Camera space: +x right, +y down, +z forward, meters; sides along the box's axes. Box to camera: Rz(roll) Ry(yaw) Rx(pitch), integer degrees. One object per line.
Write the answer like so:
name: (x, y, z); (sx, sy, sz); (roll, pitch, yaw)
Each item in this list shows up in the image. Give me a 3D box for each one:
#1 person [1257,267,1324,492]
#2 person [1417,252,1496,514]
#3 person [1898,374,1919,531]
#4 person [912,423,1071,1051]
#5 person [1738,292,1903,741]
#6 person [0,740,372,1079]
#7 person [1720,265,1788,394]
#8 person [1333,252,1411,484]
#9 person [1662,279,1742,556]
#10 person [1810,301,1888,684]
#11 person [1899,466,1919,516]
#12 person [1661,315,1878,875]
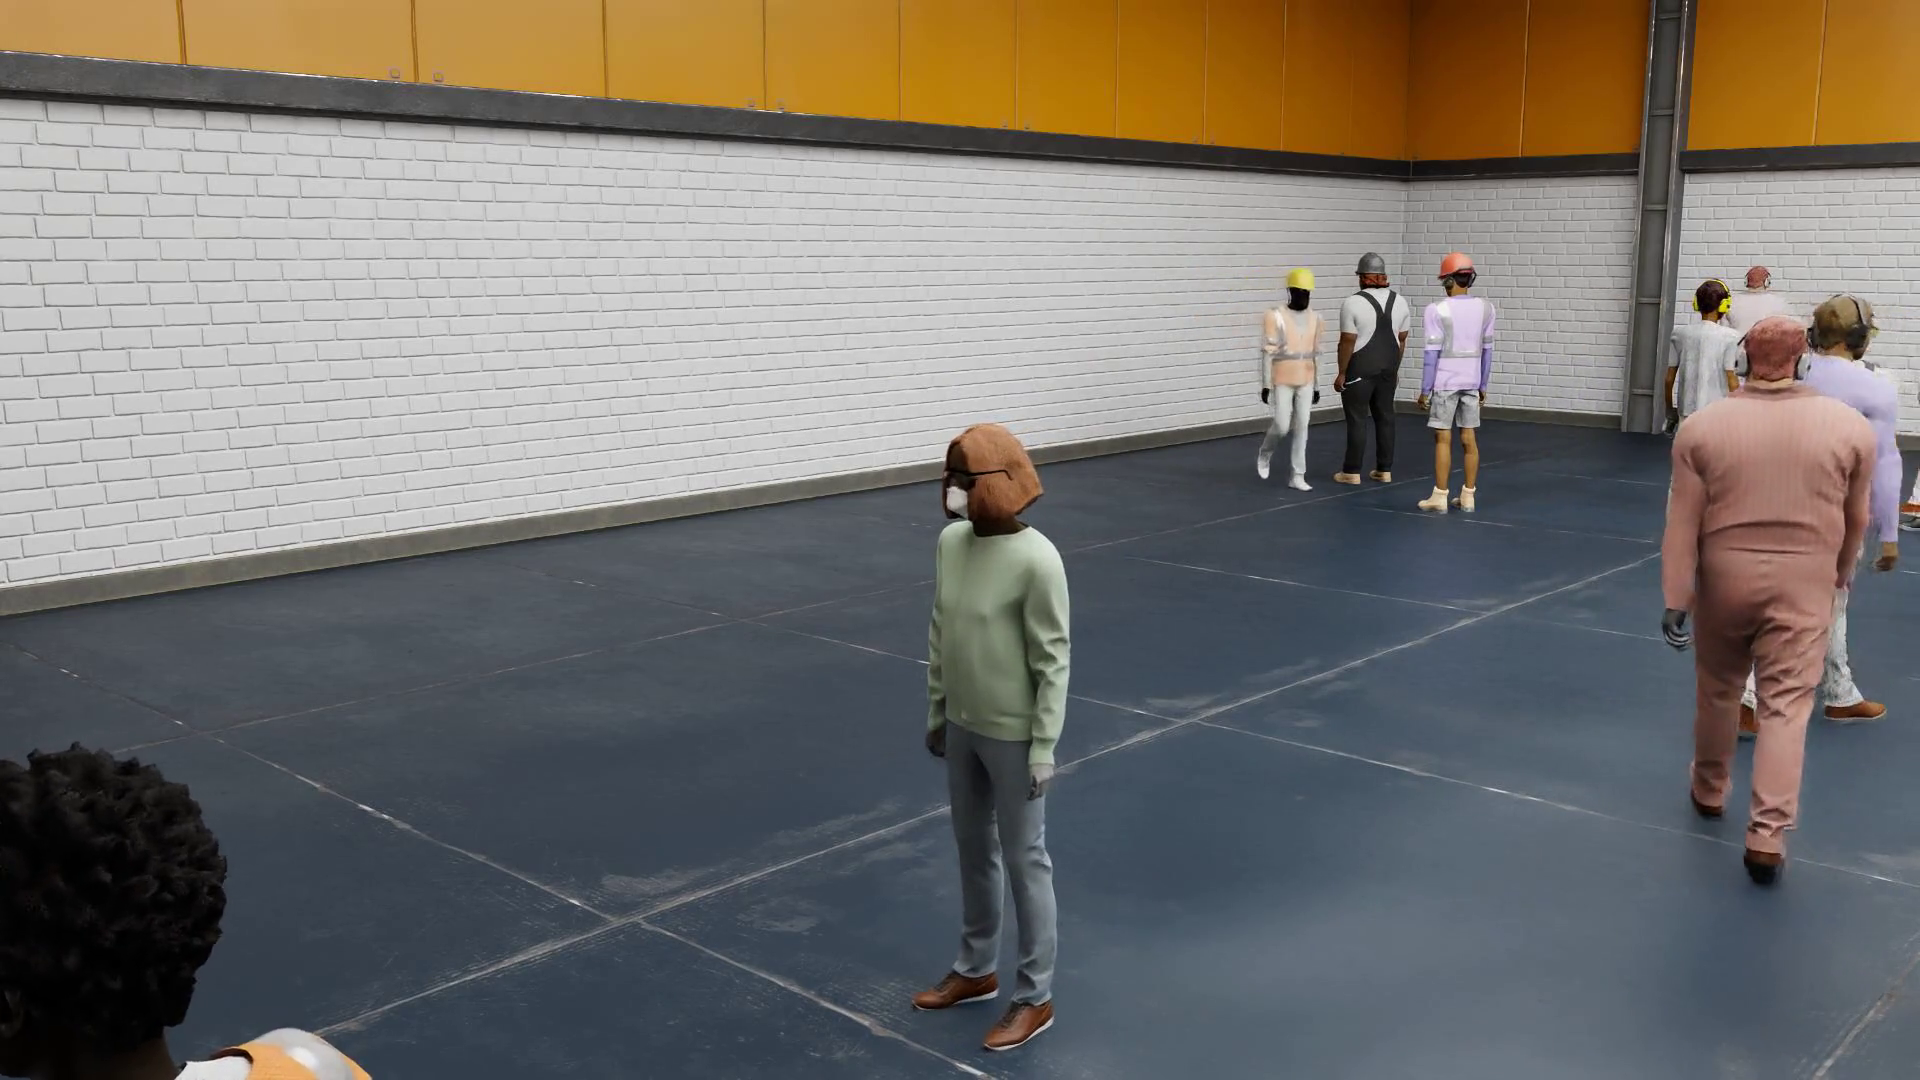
person: (2.841, -1.384, 14.323); (0.611, 1.912, 0.579); (-3, 11, -19)
person: (3.869, -1.224, 13.048); (0.608, 2.042, 0.375); (-3, 10, -17)
person: (7.112, -0.927, 11.963); (0.404, 1.828, 0.592); (0, 10, -1)
person: (0.083, 0.506, 4.359); (0.266, 1.632, 0.507); (-7, 12, -36)
person: (3.601, -0.091, 7.024); (0.991, 1.902, 0.645); (-3, 10, -17)
person: (-0.656, 0.997, 1.408); (0.321, 1.691, 0.530); (3, 10, 15)
person: (7.822, -1.746, 16.414); (0.638, 1.906, 0.407); (8, 12, 37)
person: (3.584, -1.518, 14.723); (0.675, 2.000, 0.536); (-4, 11, -21)
person: (5.032, -0.821, 11.273); (0.313, 1.859, 0.539); (-8, 13, -39)
person: (4.118, -0.240, 8.049); (0.532, 1.819, 0.698); (-2, 10, -14)
person: (7.644, -1.074, 12.523); (0.611, 1.958, 0.979); (-2, 10, -9)
person: (2.742, 0.164, 5.697); (0.626, 1.859, 0.968); (5, 11, 25)
